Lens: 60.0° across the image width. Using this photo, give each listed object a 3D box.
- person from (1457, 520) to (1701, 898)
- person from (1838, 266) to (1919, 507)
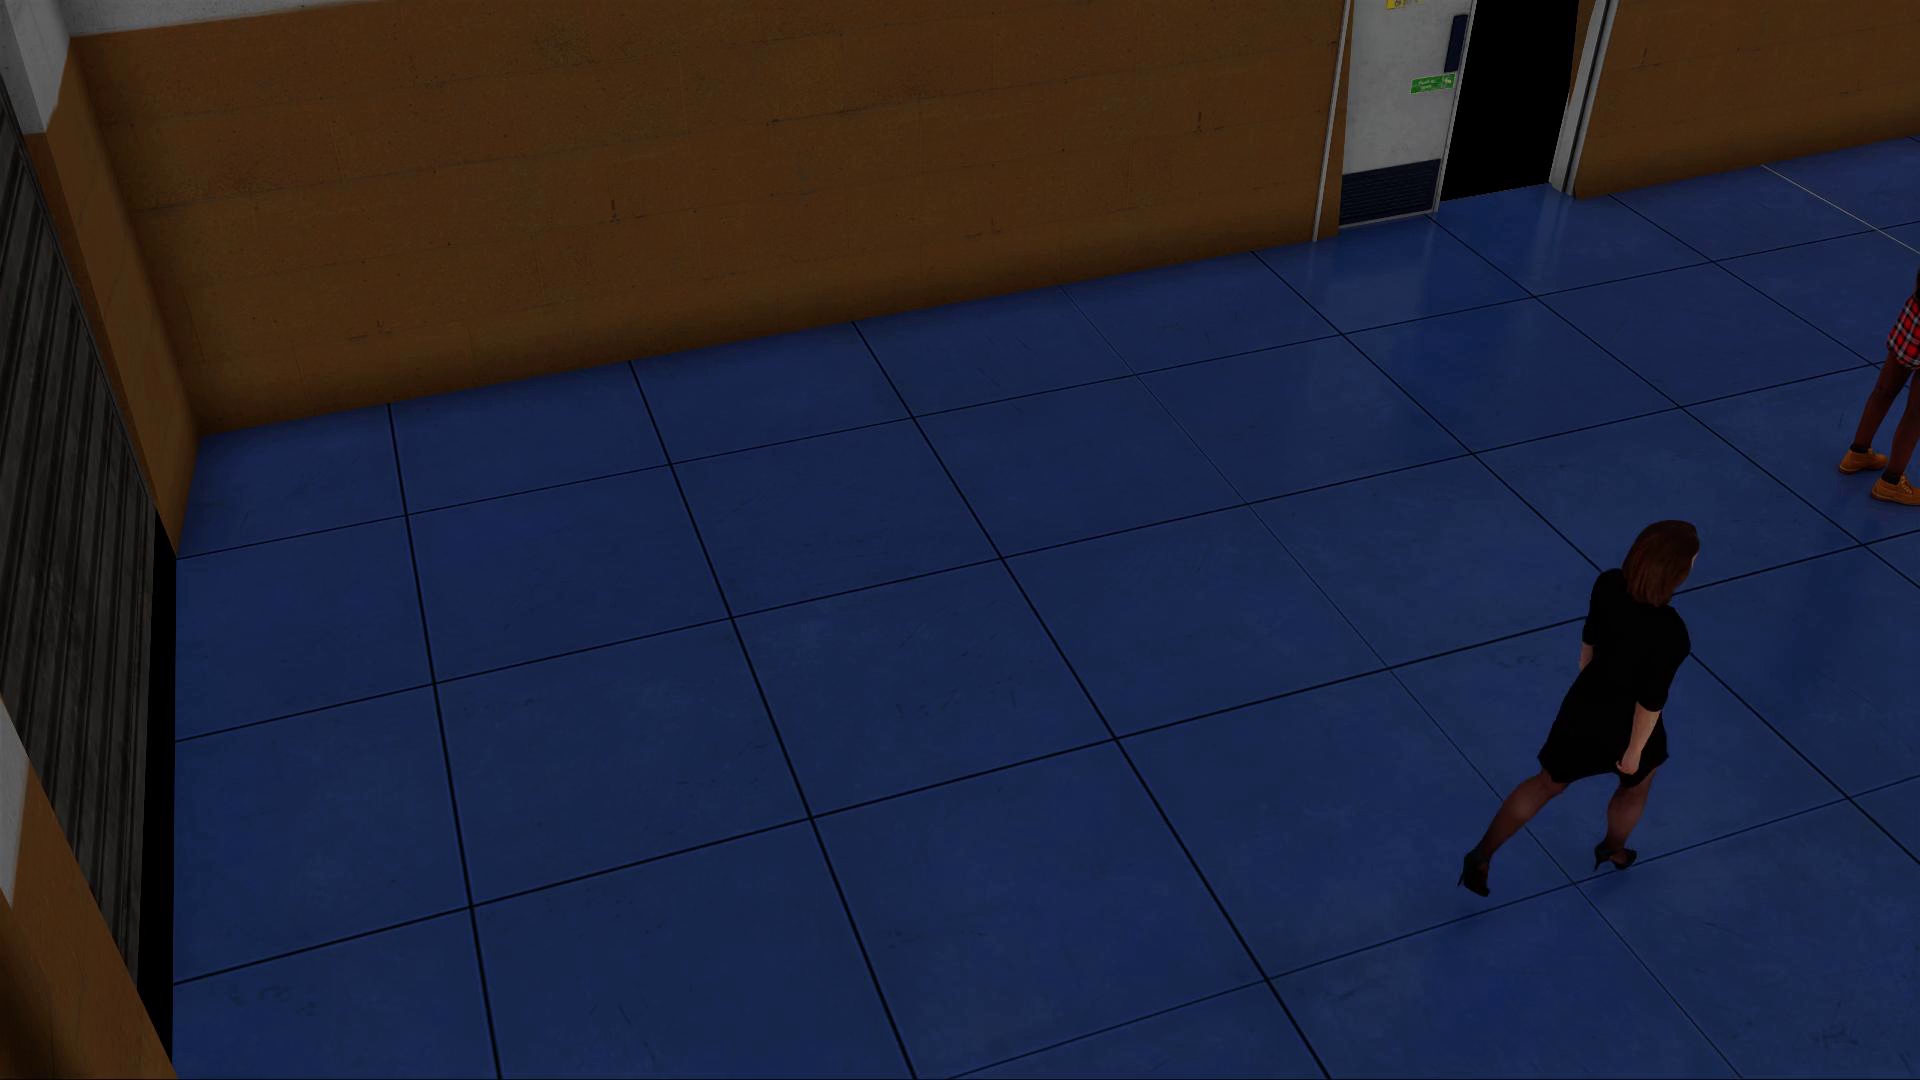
[{"bbox_3d":[2.207,0.662,5.860,0.667,1.671,0.983,-14,39,-18],"label":"person"},{"bbox_3d":[4.696,-0.989,8.028,0.722,1.727,0.599,-5,37,-6],"label":"person"}]
